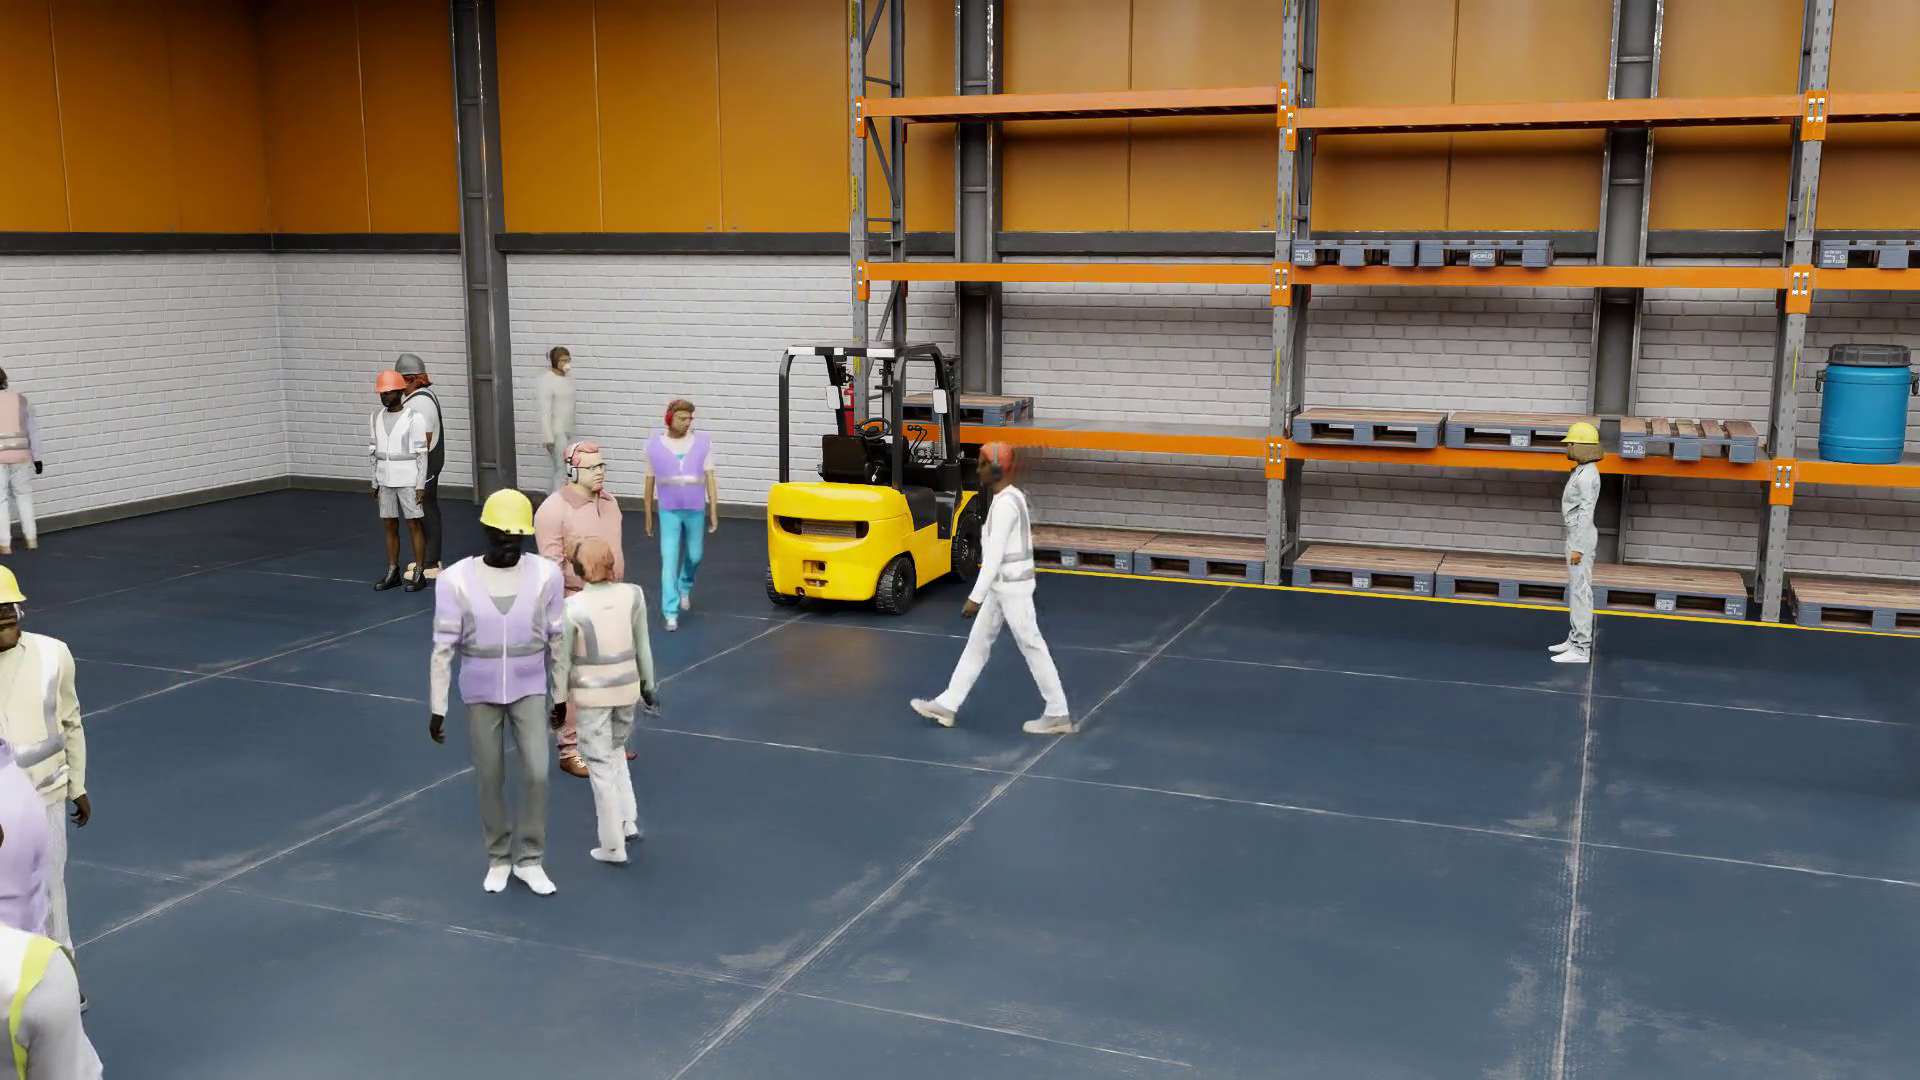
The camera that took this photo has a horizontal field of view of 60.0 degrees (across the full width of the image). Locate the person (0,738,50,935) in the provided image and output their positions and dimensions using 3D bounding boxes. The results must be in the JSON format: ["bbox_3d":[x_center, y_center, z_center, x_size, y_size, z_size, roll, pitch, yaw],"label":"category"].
[{"bbox_3d":[-2.752,1.273,4.621,0.424,1.905,0.651,-9,14,-42],"label":"person"}]

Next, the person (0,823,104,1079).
[{"bbox_3d":[-2.194,1.461,3.740,0.625,1.844,0.429,0,10,1],"label":"person"}]

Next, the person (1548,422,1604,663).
[{"bbox_3d":[4.466,0.016,12.057,0.295,1.743,0.493,3,11,17],"label":"person"}]

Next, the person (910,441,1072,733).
[{"bbox_3d":[0.223,0.305,10.252,1.028,1.820,0.576,0,10,-1],"label":"person"}]

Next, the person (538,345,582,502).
[{"bbox_3d":[-4.338,-1.149,18.043,0.475,1.923,0.651,3,11,16],"label":"person"}]

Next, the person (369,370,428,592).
[{"bbox_3d":[-4.889,-0.511,14.454,0.546,1.938,0.361,3,10,14],"label":"person"}]

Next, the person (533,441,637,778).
[{"bbox_3d":[-2.122,0.384,9.555,0.407,1.909,0.638,5,11,26],"label":"person"}]

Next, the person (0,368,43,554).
[{"bbox_3d":[-9.362,-0.776,16.246,0.433,1.831,0.690,10,14,43],"label":"person"}]

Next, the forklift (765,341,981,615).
[{"bbox_3d":[-0.739,-0.602,14.246,1.214,2.155,2.313,4,11,21],"label":"forklift"}]

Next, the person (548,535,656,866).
[{"bbox_3d":[-1.758,0.779,8.115,0.450,1.619,0.538,10,14,44],"label":"person"}]

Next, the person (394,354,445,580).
[{"bbox_3d":[-4.943,-0.669,15.046,0.536,2.000,0.688,-2,10,-11],"label":"person"}]

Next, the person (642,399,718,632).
[{"bbox_3d":[-2.237,-0.237,13.282,0.570,1.808,0.866,-3,11,-17],"label":"person"}]

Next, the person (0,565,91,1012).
[{"bbox_3d":[-3.682,0.982,6.415,0.600,1.836,0.404,-8,13,-39],"label":"person"}]

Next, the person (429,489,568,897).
[{"bbox_3d":[-2.129,0.719,7.697,0.662,1.908,0.506,-3,11,-18],"label":"person"}]
